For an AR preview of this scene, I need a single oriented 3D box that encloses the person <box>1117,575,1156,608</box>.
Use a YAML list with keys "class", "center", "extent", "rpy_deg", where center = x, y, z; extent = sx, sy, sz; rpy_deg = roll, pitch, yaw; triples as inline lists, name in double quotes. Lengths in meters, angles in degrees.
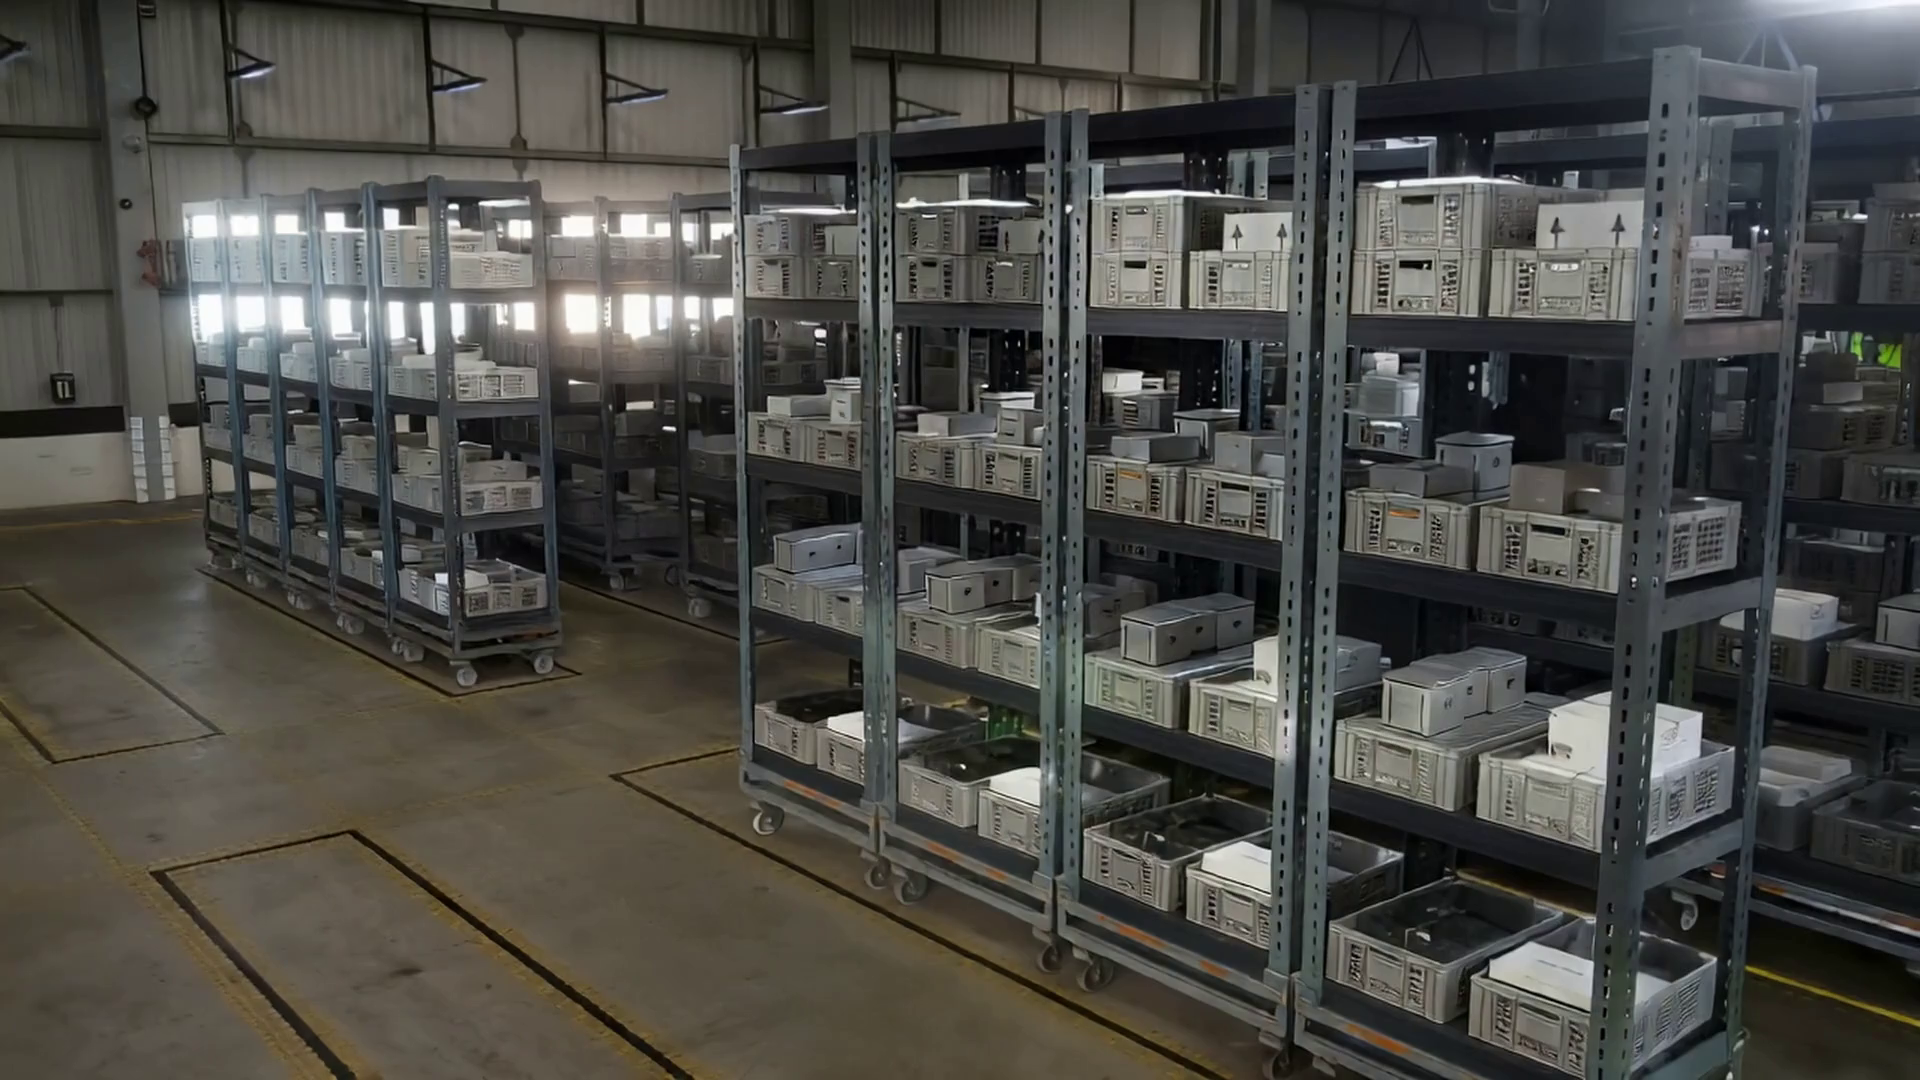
- class: "person"
  center: [1.428, -0.111, 12.912]
  extent: [0.382, 1.993, 0.622]
  rpy_deg: [9, 13, 42]
